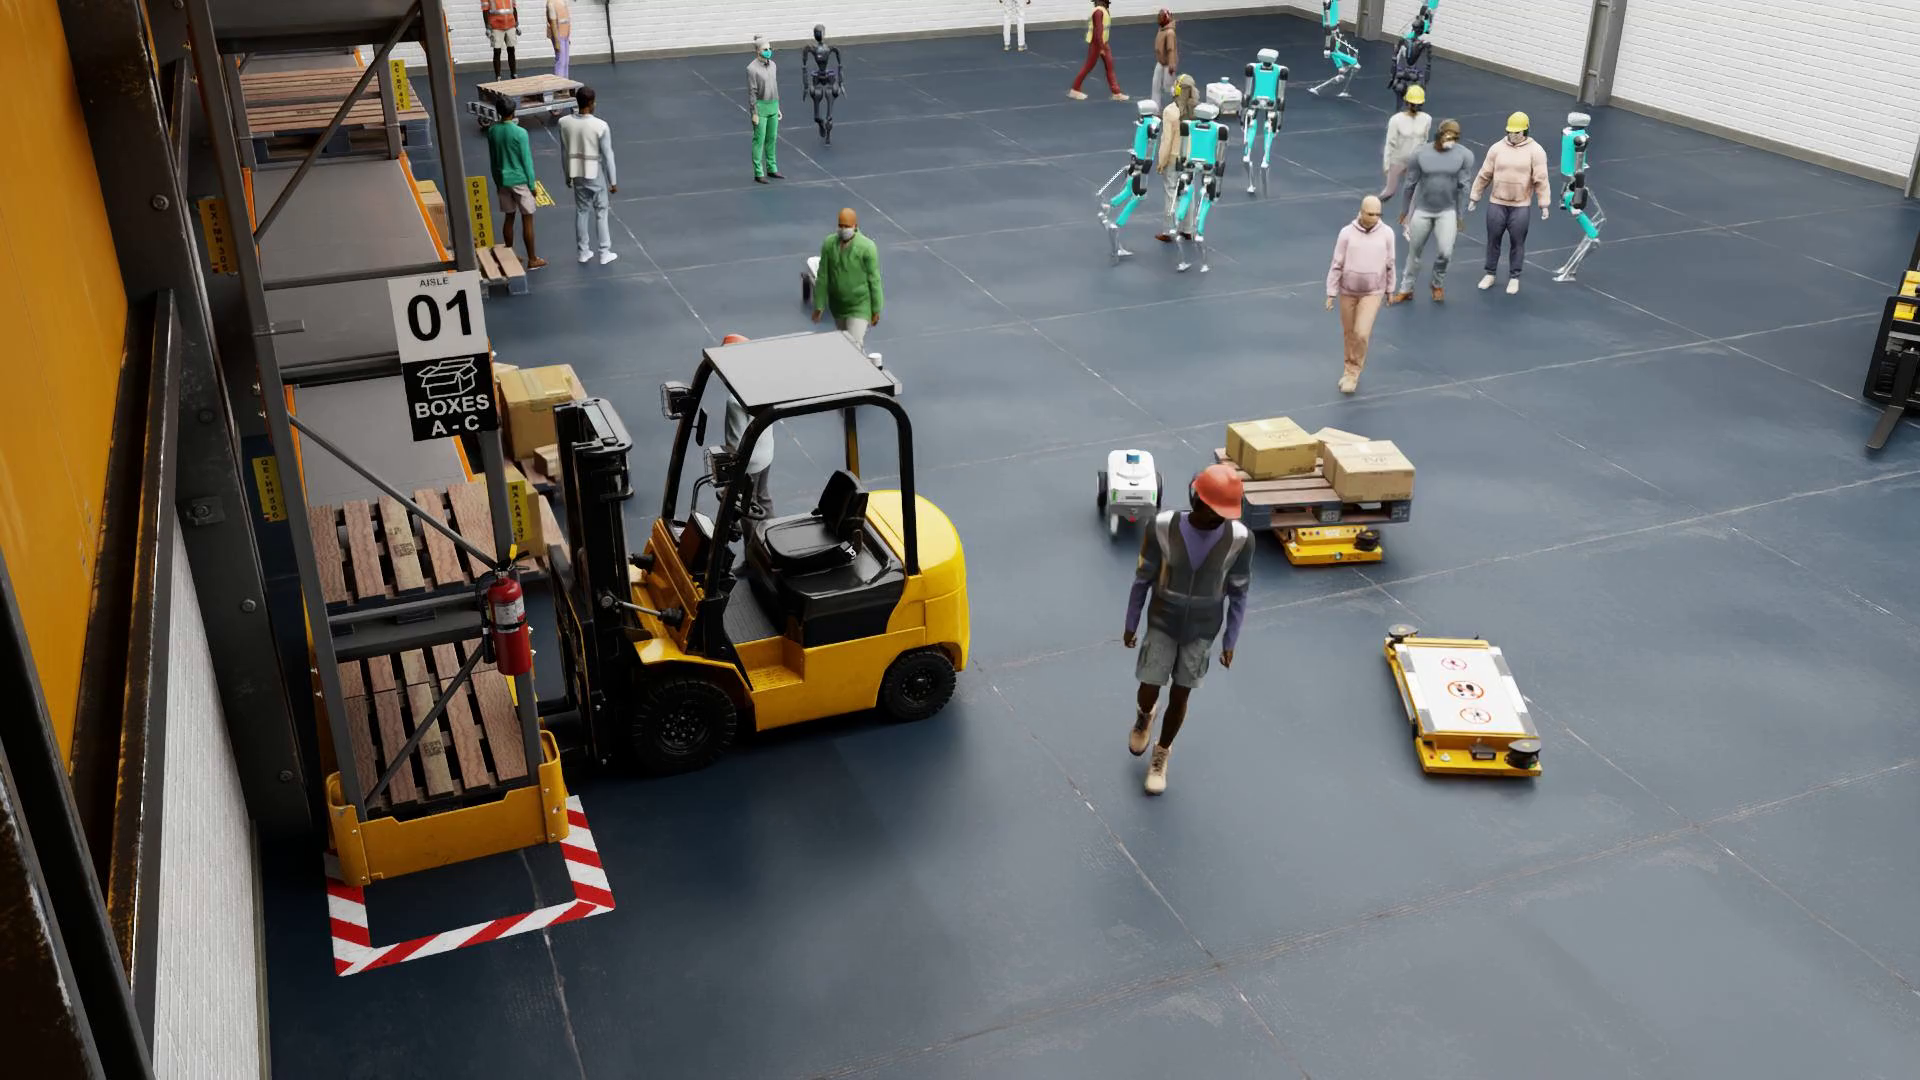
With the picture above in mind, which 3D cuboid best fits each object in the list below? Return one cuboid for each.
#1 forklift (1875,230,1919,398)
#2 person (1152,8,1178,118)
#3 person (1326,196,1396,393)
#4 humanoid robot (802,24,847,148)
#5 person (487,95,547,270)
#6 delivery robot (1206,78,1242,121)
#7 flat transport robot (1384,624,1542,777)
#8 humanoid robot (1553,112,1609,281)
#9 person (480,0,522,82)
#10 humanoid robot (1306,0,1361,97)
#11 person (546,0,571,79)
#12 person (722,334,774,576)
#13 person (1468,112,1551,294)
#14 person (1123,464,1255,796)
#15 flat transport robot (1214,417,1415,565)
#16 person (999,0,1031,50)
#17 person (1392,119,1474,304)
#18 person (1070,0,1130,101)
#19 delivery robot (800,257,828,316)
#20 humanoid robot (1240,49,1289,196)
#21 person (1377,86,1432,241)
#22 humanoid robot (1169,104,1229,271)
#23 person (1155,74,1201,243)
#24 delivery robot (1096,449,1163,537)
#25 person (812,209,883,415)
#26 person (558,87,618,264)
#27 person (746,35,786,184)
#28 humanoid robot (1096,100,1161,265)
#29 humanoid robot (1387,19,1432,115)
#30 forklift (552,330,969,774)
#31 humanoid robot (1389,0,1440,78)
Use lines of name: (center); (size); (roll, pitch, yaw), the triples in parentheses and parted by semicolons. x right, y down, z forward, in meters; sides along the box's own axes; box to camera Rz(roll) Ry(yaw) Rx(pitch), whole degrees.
forklift: (9.029, -2.397, 14.618); (1.214, 2.155, 2.313); (18, 32, 32)
person: (3.078, -6.960, 24.323); (0.662, 1.618, 0.508); (-10, 28, -19)
person: (3.496, -2.139, 14.573); (0.558, 1.757, 0.592); (10, 28, 19)
humanoid robot: (-1.866, -6.299, 22.971); (0.608, 1.640, 0.561); (0, 27, 1)
person: (-4.795, -3.820, 17.840); (0.502, 1.842, 0.395); (9, 28, 18)
delivery robot: (3.925, -6.539, 24.694); (0.499, 0.611, 0.809); (-5, 27, -10)
flat transport robot: (3.025, 0.958, 10.081); (0.659, 0.231, 1.431); (2, 27, 3)
humanoid robot: (6.576, -3.595, 17.464); (0.687, 1.754, 0.533); (1, 27, 1)
person: (-7.235, -8.132, 26.276); (0.611, 1.965, 0.363); (-20, 33, -35)
humanoid robot: (5.834, -7.544, 25.382); (0.996, 1.746, 0.540); (12, 29, 23)
person: (-6.144, -7.695, 25.538); (0.373, 1.843, 0.568); (2, 27, 5)
person: (-1.479, -0.587, 11.520); (0.351, 1.739, 0.572); (8, 28, 15)
person: (5.685, -3.495, 17.176); (0.821, 1.855, 0.434); (14, 30, 26)
person: (1.238, 0.468, 9.129); (0.679, 2.002, 0.504); (4, 27, 7)
flat transport robot: (2.596, -0.224, 12.433); (0.659, 0.231, 1.431); (-3, 27, -6)
person: (0.963, -9.595, 29.276); (0.583, 1.882, 0.341); (6, 27, 12)
person: (4.743, -3.268, 16.660); (0.686, 1.916, 0.420); (10, 28, 20)
person: (2.138, -7.622, 25.537); (0.943, 1.721, 0.491); (10, 28, 19)
delivery robot: (-1.333, -2.643, 16.897); (0.499, 0.569, 0.749); (-7, 27, -13)
humanoid robot: (3.685, -5.037, 20.474); (0.544, 1.891, 0.730); (8, 28, 15)
person: (5.048, -4.350, 19.015); (0.535, 1.735, 0.782); (-4, 27, -7)
humanoid robot: (2.480, -3.670, 17.653); (0.551, 1.790, 0.687); (11, 29, 21)
person: (2.486, -4.285, 18.723); (0.564, 1.876, 0.405); (-13, 30, -25)
delivery robot: (1.283, -0.392, 12.468); (0.499, 0.613, 0.790); (1, 27, 2)
person: (-0.999, -1.960, 14.230); (0.558, 1.750, 0.798); (15, 30, 27)
person: (-4.015, -3.926, 17.981); (0.612, 1.901, 0.404); (7, 28, 14)
person: (-2.476, -5.484, 21.150); (0.340, 1.839, 0.512); (18, 32, 32)
humanoid robot: (1.760, -3.804, 18.031); (0.752, 1.881, 0.535); (-4, 27, -7)
humanoid robot: (6.275, -6.421, 23.199); (0.609, 1.646, 0.560); (17, 31, 31)
forklift: (-1.094, 0.010, 9.831); (2.313, 2.155, 1.214); (-10, 28, -20)
humanoid robot: (7.369, -8.403, 27.081); (0.874, 1.778, 0.582); (19, 32, 32)
